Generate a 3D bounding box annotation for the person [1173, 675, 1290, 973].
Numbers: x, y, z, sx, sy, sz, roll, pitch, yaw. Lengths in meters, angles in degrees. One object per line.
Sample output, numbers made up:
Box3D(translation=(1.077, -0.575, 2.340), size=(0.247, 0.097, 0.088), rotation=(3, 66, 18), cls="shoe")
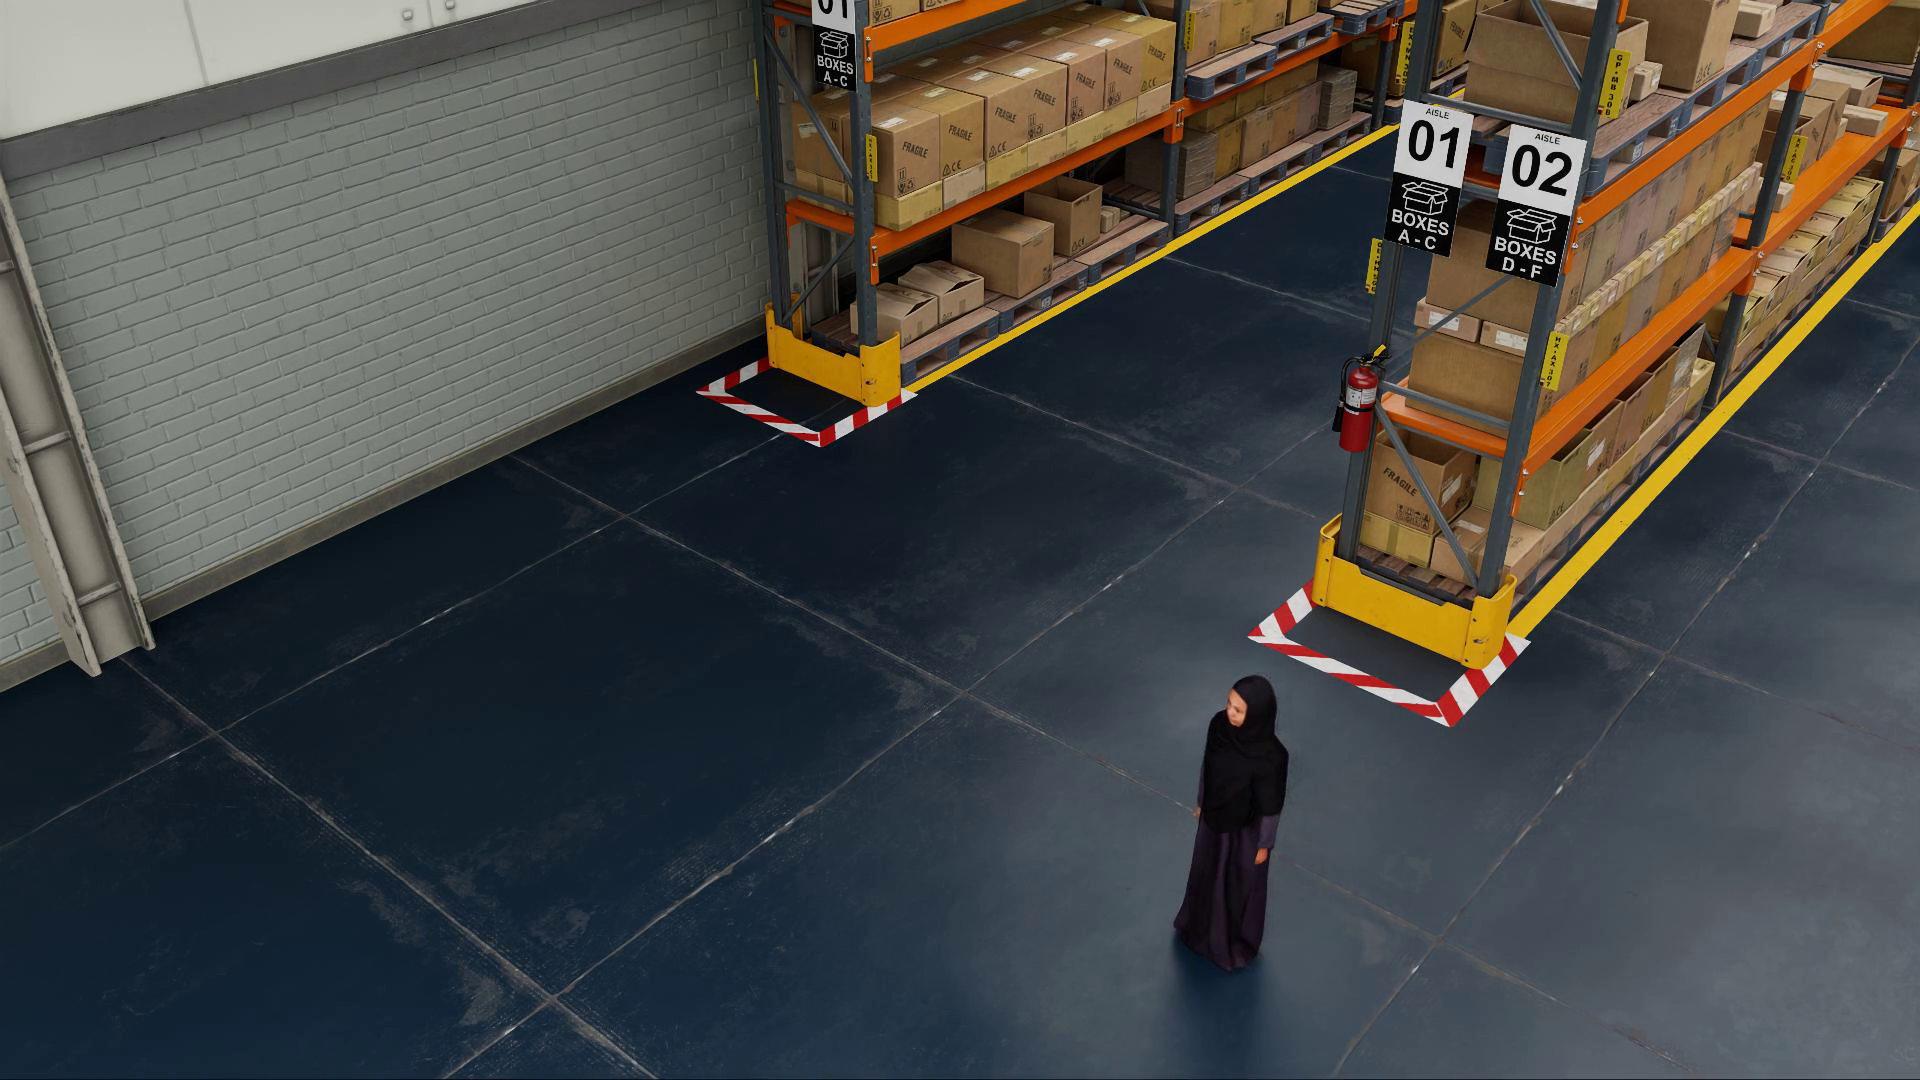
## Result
Box3D(translation=(1.272, 1.271, 7.608), size=(0.660, 1.615, 0.661), rotation=(-22, 39, -30), cls="person")
